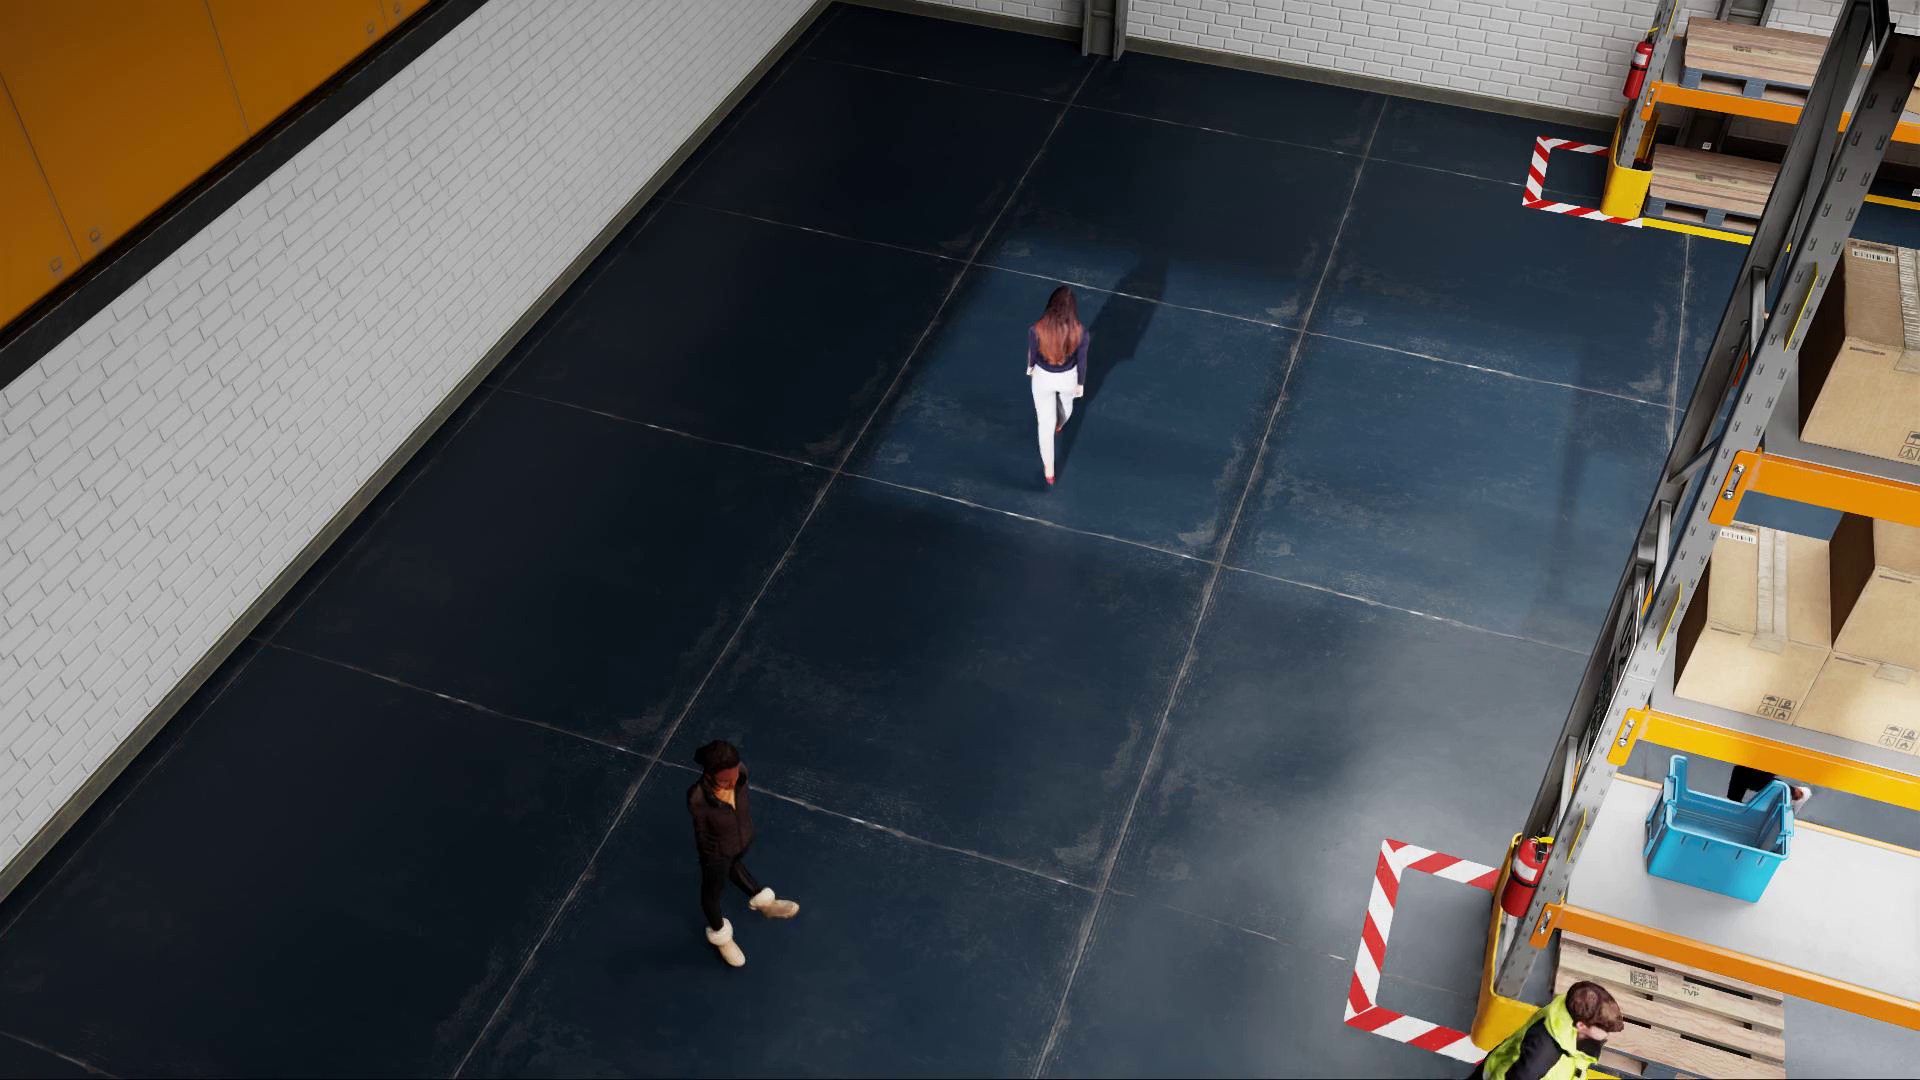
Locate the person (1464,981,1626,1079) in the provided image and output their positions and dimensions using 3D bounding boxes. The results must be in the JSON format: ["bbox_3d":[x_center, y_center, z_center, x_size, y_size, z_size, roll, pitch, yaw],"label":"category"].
[{"bbox_3d":[2.615,2.612,8.084,1.147,1.913,1.385,-32,52,-29],"label":"person"}]

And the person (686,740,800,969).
[{"bbox_3d":[-1.224,1.741,9.183,0.858,1.657,0.759,26,50,25],"label":"person"}]

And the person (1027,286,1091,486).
[{"bbox_3d":[0.698,-1.126,12.261,1.092,1.563,0.921,-1,44,-1],"label":"person"}]
